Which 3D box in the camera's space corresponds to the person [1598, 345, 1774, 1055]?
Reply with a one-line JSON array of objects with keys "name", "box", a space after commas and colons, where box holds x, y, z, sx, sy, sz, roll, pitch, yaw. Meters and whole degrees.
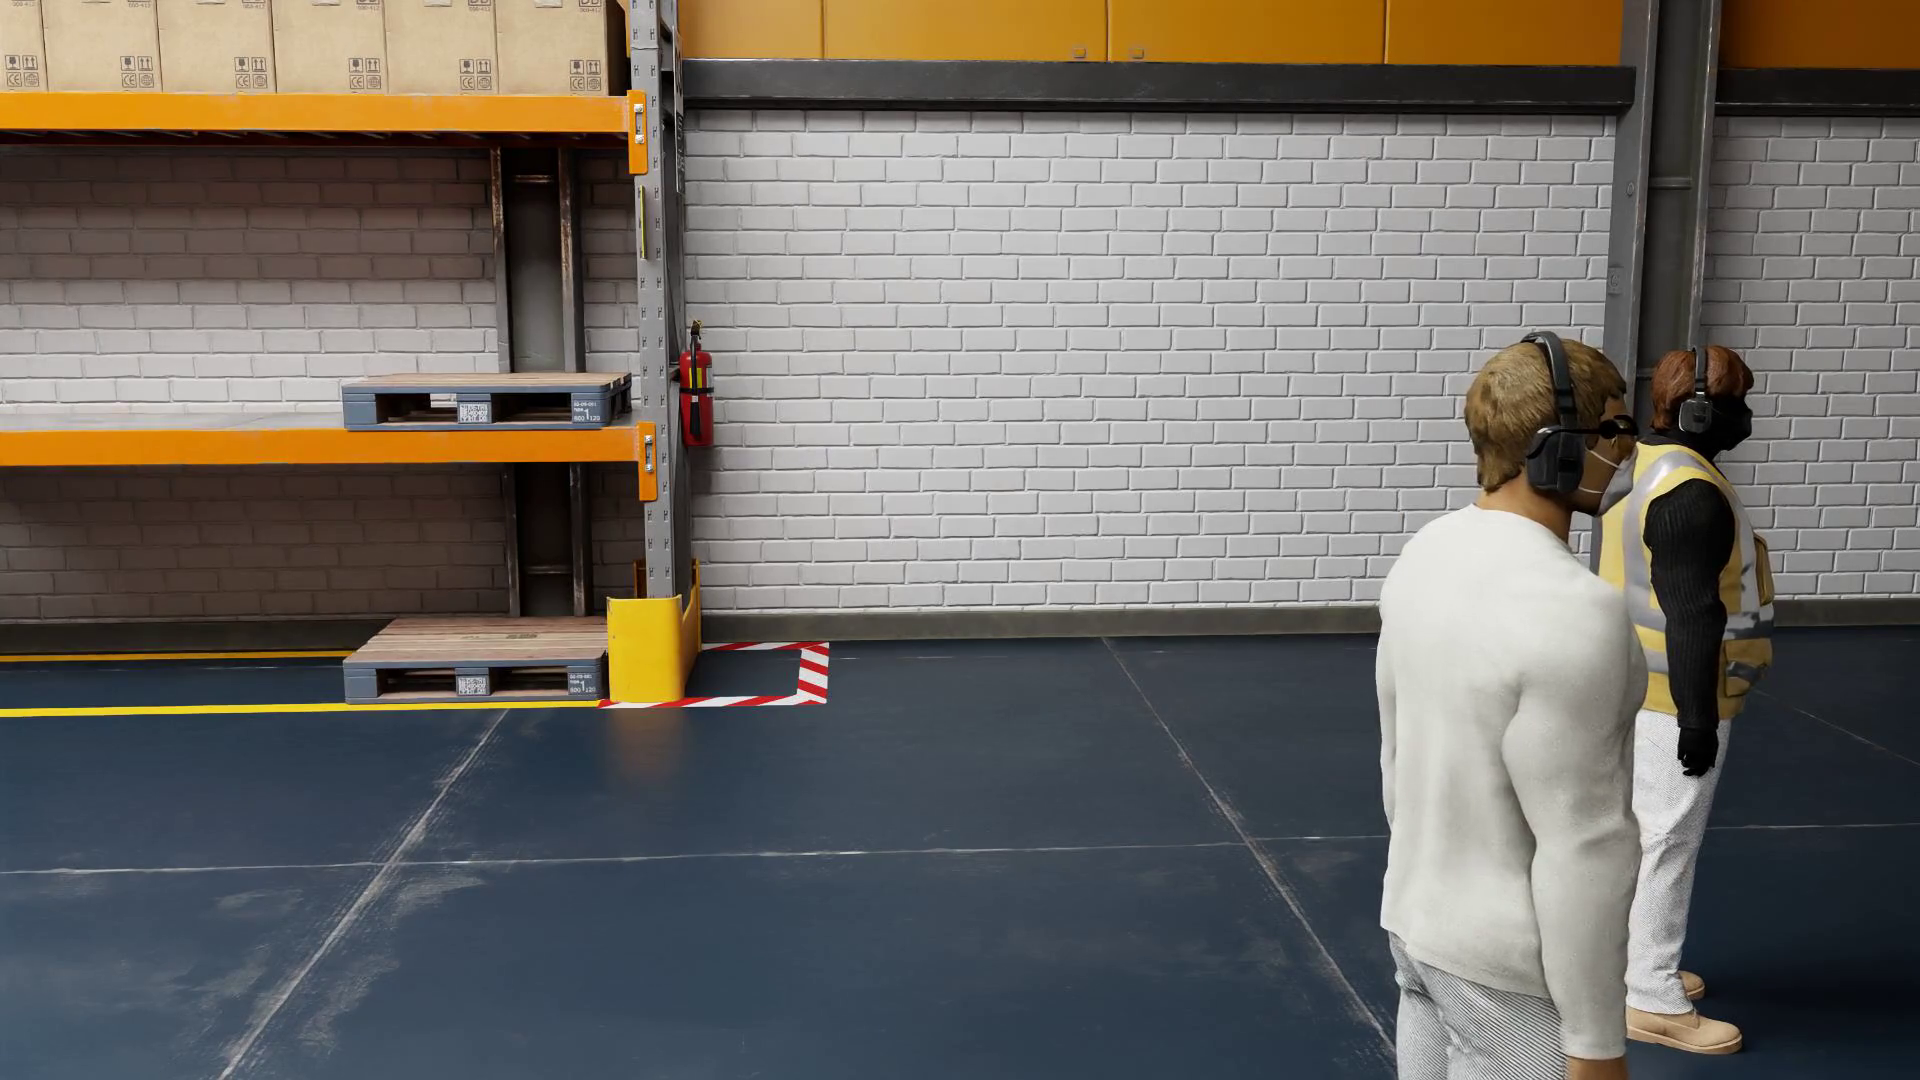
[{"name": "person", "box": [1.911, 0.408, 4.422, 0.429, 1.843, 0.629, 2, 9, 10]}]

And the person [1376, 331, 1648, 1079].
[{"name": "person", "box": [0.845, 0.652, 2.580, 0.370, 1.941, 0.627, -1, 9, -8]}]
